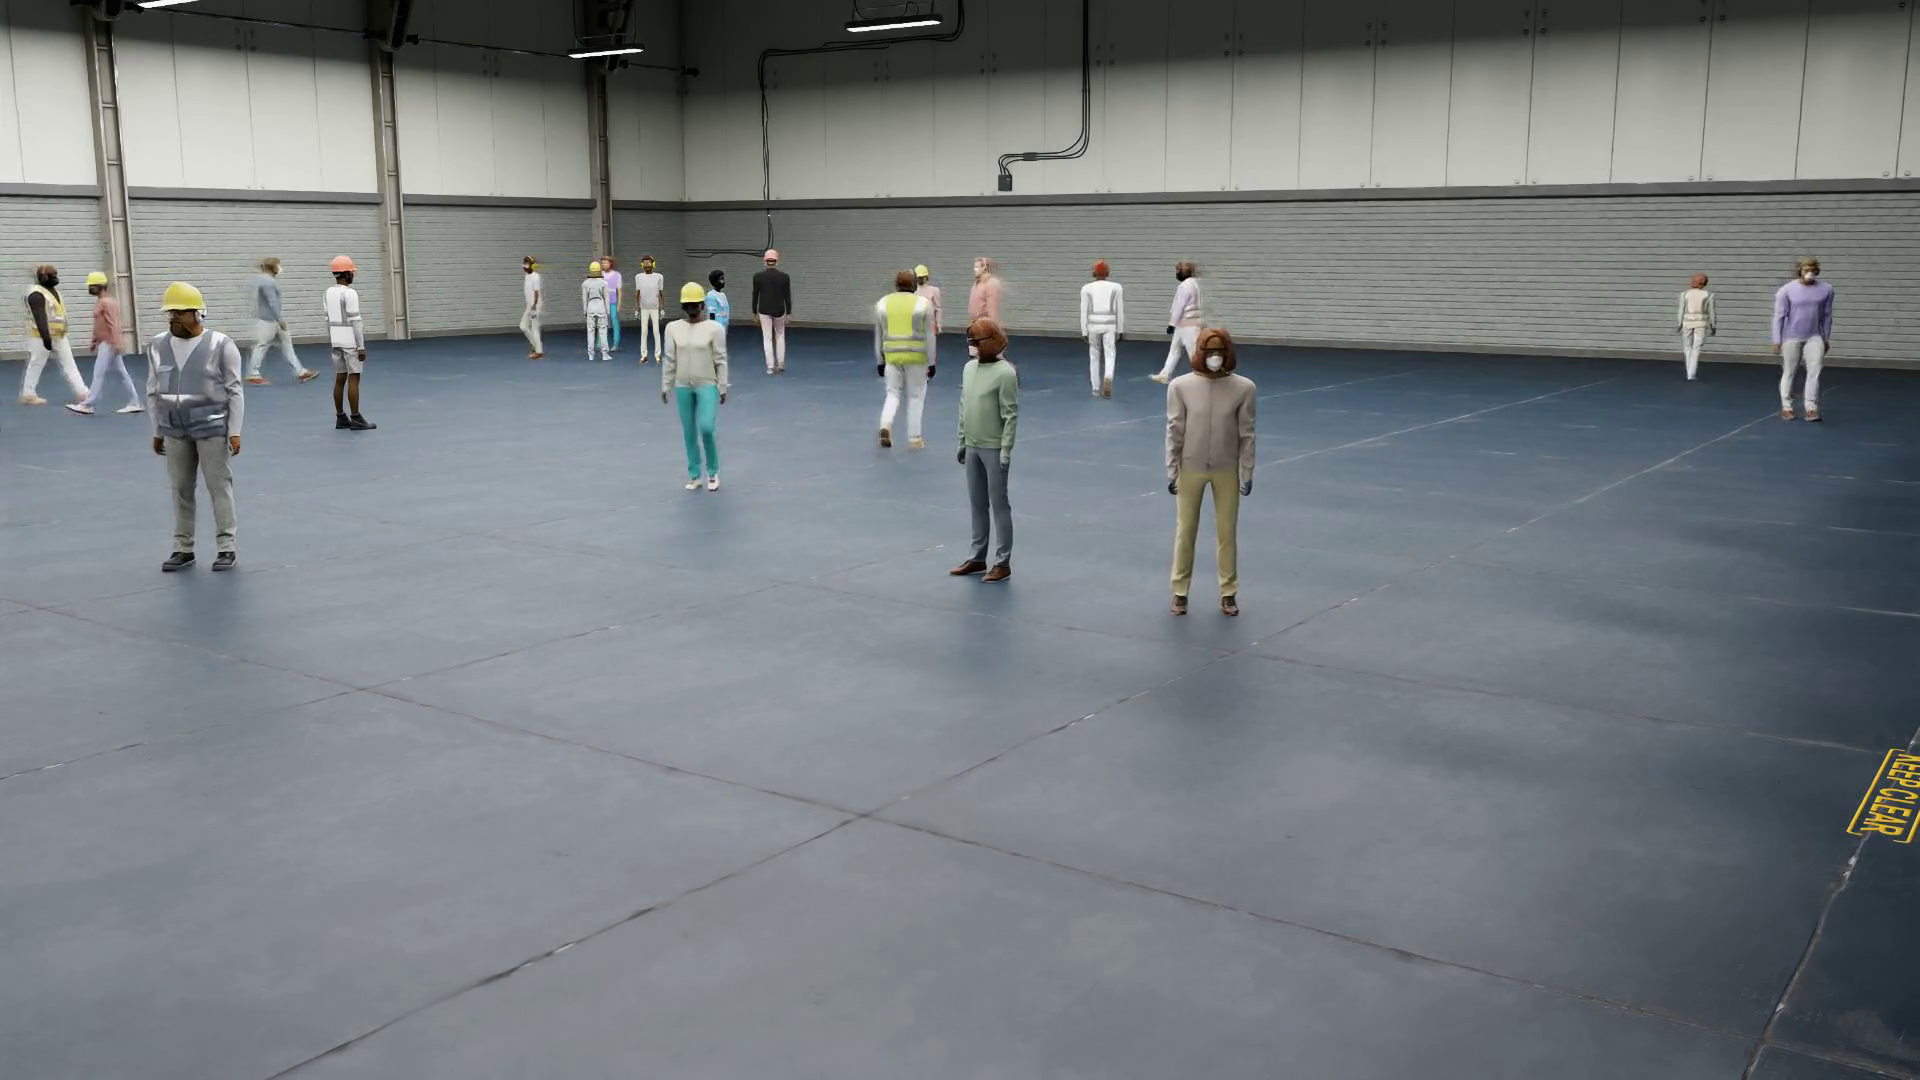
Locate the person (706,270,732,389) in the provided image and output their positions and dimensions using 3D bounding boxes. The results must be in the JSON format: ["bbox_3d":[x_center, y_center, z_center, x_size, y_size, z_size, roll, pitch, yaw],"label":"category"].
[{"bbox_3d":[-3.456,-3.005,23.776,0.318,1.700,0.535,2,10,9],"label":"person"}]

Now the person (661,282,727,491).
[{"bbox_3d":[-2.230,-1.273,13.936,0.538,1.755,0.488,2,10,11],"label":"person"}]

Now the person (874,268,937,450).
[{"bbox_3d":[-0.553,-1.789,16.625,0.640,1.831,0.544,3,11,18],"label":"person"}]

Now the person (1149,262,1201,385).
[{"bbox_3d":[3.164,-3.131,24.215,0.923,1.798,0.627,2,10,13],"label":"person"}]

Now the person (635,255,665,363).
[{"bbox_3d":[-5.390,-4.003,28.890,0.531,1.870,0.317,0,10,-3],"label":"person"}]

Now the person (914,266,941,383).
[{"bbox_3d":[-0.579,-3.186,24.661,0.550,1.733,0.729,2,10,14],"label":"person"}]

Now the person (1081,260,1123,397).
[{"bbox_3d":[1.910,-2.832,22.388,0.579,1.859,0.794,1,10,6],"label":"person"}]

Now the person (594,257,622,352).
[{"bbox_3d":[-6.729,-4.458,31.572,0.596,1.812,0.854,3,11,17],"label":"person"}]

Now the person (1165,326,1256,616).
[{"bbox_3d":[1.390,-0.377,9.275,0.501,1.624,0.294,1,10,3],"label":"person"}]

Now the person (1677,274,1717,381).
[{"bbox_3d":[11.260,-3.238,25.358,0.532,1.601,0.802,9,14,42],"label":"person"}]

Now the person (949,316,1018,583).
[{"bbox_3d":[0.156,-0.558,10.257,0.279,1.633,0.499,-8,13,-37],"label":"person"}]

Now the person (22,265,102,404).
[{"bbox_3d":[-11.696,-2.637,21.451,0.984,1.790,0.649,0,10,-2],"label":"person"}]

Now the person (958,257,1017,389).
[{"bbox_3d":[0.386,-3.104,23.824,0.786,1.880,0.655,-5,11,-25],"label":"person"}]

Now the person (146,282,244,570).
[{"bbox_3d":[-4.856,-0.712,10.560,0.591,1.833,0.404,0,10,1],"label":"person"}]

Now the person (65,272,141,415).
[{"bbox_3d":[-10.434,-2.372,20.139,0.880,1.719,0.554,-7,12,-34],"label":"person"}]

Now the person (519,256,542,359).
[{"bbox_3d":[-7.697,-4.168,29.876,0.429,1.844,0.556,-7,12,-35],"label":"person"}]

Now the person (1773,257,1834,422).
[{"bbox_3d":[9.811,-2.314,19.312,0.667,1.904,0.852,2,10,9],"label":"person"}]

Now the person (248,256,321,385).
[{"bbox_3d":[-10.005,-3.209,24.393,1.020,1.881,0.642,-2,10,-11],"label":"person"}]

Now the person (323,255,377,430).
[{"bbox_3d":[-6.826,-2.192,18.546,0.545,1.942,0.350,7,12,33],"label":"person"}]

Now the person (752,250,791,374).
[{"bbox_3d":[-3.047,-3.673,26.784,0.618,1.967,0.814,-2,10,-12],"label":"person"}]

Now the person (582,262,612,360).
[{"bbox_3d":[-6.470,-4.079,29.667,0.498,1.744,0.301,0,10,3],"label":"person"}]
